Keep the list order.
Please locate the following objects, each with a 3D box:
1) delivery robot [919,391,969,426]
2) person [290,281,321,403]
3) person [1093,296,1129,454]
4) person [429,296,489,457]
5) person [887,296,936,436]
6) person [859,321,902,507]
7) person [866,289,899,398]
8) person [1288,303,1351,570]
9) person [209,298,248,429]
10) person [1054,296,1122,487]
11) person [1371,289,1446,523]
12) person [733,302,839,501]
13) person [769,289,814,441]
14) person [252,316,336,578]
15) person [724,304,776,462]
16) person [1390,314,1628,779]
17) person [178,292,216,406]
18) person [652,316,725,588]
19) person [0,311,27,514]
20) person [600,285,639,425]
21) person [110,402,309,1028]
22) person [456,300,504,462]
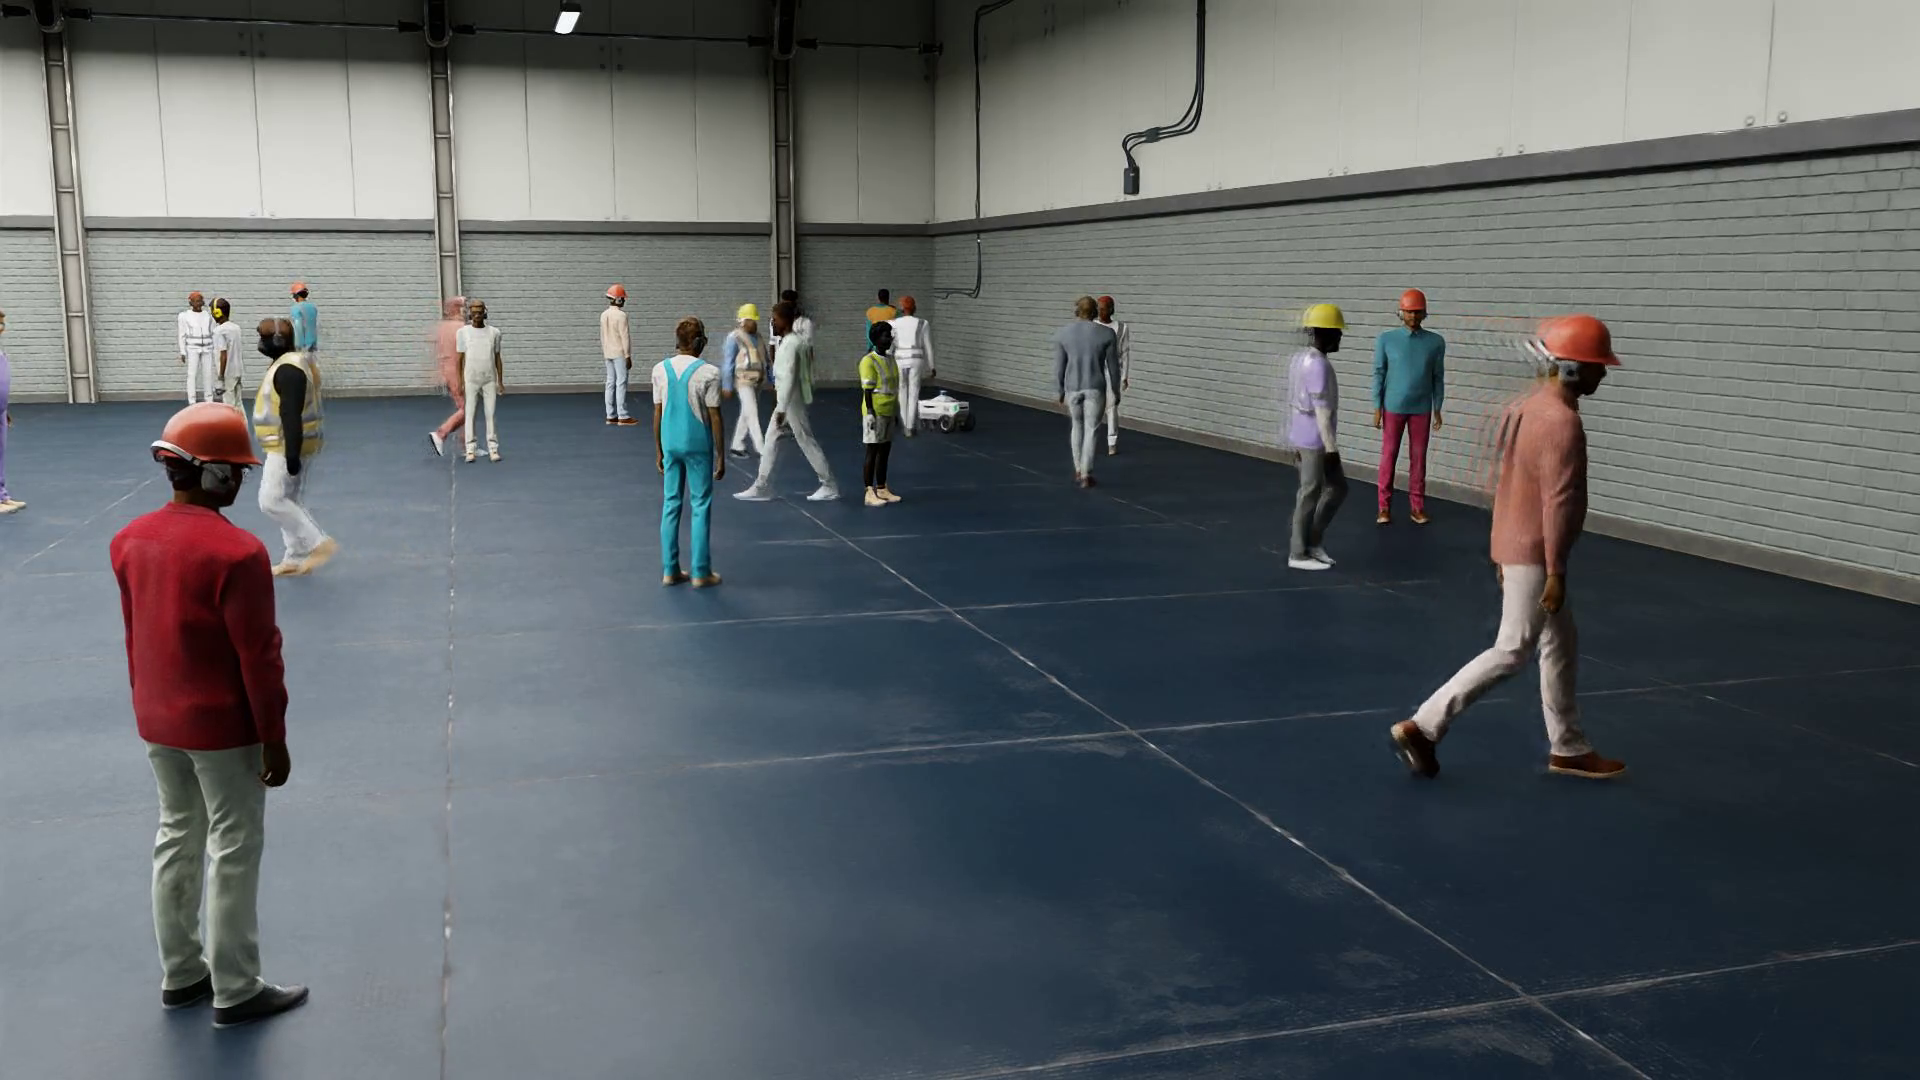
[{"bbox_3d":[-0.220,-1.784,22.614,0.707,0.478,0.477,7,12,39],"label":"delivery robot"},{"bbox_3d":[-10.894,-3.260,27.611,0.394,2.040,0.609,2,9,10],"label":"person"},{"bbox_3d":[1.713,-1.948,19.740,0.576,1.881,0.352,1,9,9],"label":"person"},{"bbox_3d":[-5.829,-1.875,19.269,0.743,1.886,0.644,-8,12,-41],"label":"person"},{"bbox_3d":[-0.638,-2.329,22.281,0.617,1.837,0.941,2,9,12],"label":"person"},{"bbox_3d":[-0.725,-1.161,15.310,0.316,1.696,0.540,4,10,26],"label":"person"},{"bbox_3d":[-1.323,-3.360,28.639,0.597,1.915,0.371,3,9,19],"label":"person"},{"bbox_3d":[2.572,-0.717,11.787,0.504,1.905,0.601,2,9,11],"label":"person"},{"bbox_3d":[-8.509,-1.874,19.328,0.334,1.865,0.521,0,9,2],"label":"person"},{"bbox_3d":[1.312,-1.510,16.875,0.647,1.909,0.841,3,9,19],"label":"person"},{"bbox_3d":[3.820,-1.134,14.185,0.612,1.995,0.377,0,9,1],"label":"person"},{"bbox_3d":[-1.593,-1.279,15.527,0.997,1.869,0.609,-2,9,-14],"label":"person"},{"bbox_3d":[-2.183,-2.245,21.434,0.618,1.947,0.386,3,10,20],"label":"person"},{"bbox_3d":[-4.665,-0.630,11.508,0.444,1.824,0.647,-4,10,-23],"label":"person"},{"bbox_3d":[-2.377,-1.800,19.059,0.811,1.794,0.596,6,10,32],"label":"person"},{"bbox_3d":[2.278,0.049,6.824,0.935,1.949,0.665,1,9,7],"label":"person"},{"bbox_3d":[-12.068,-2.991,26.387,0.584,1.882,0.337,-8,12,-43],"label":"person"},{"bbox_3d":[-1.819,-0.585,11.202,0.517,1.836,0.349,3,9,16],"label":"person"},{"bbox_3d":[-8.602,-1.154,14.807,0.346,1.842,0.506,-2,9,-12],"label":"person"},{"bbox_3d":[-4.882,-2.630,23.732,0.611,1.995,0.375,9,12,43],"label":"person"},{"bbox_3d":[-2.081,0.487,4.660,0.573,1.740,0.355,5,10,27],"label":"person"},{"bbox_3d":[-5.463,-1.805,18.941,0.516,1.844,0.329,-4,10,-23],"label":"person"}]
